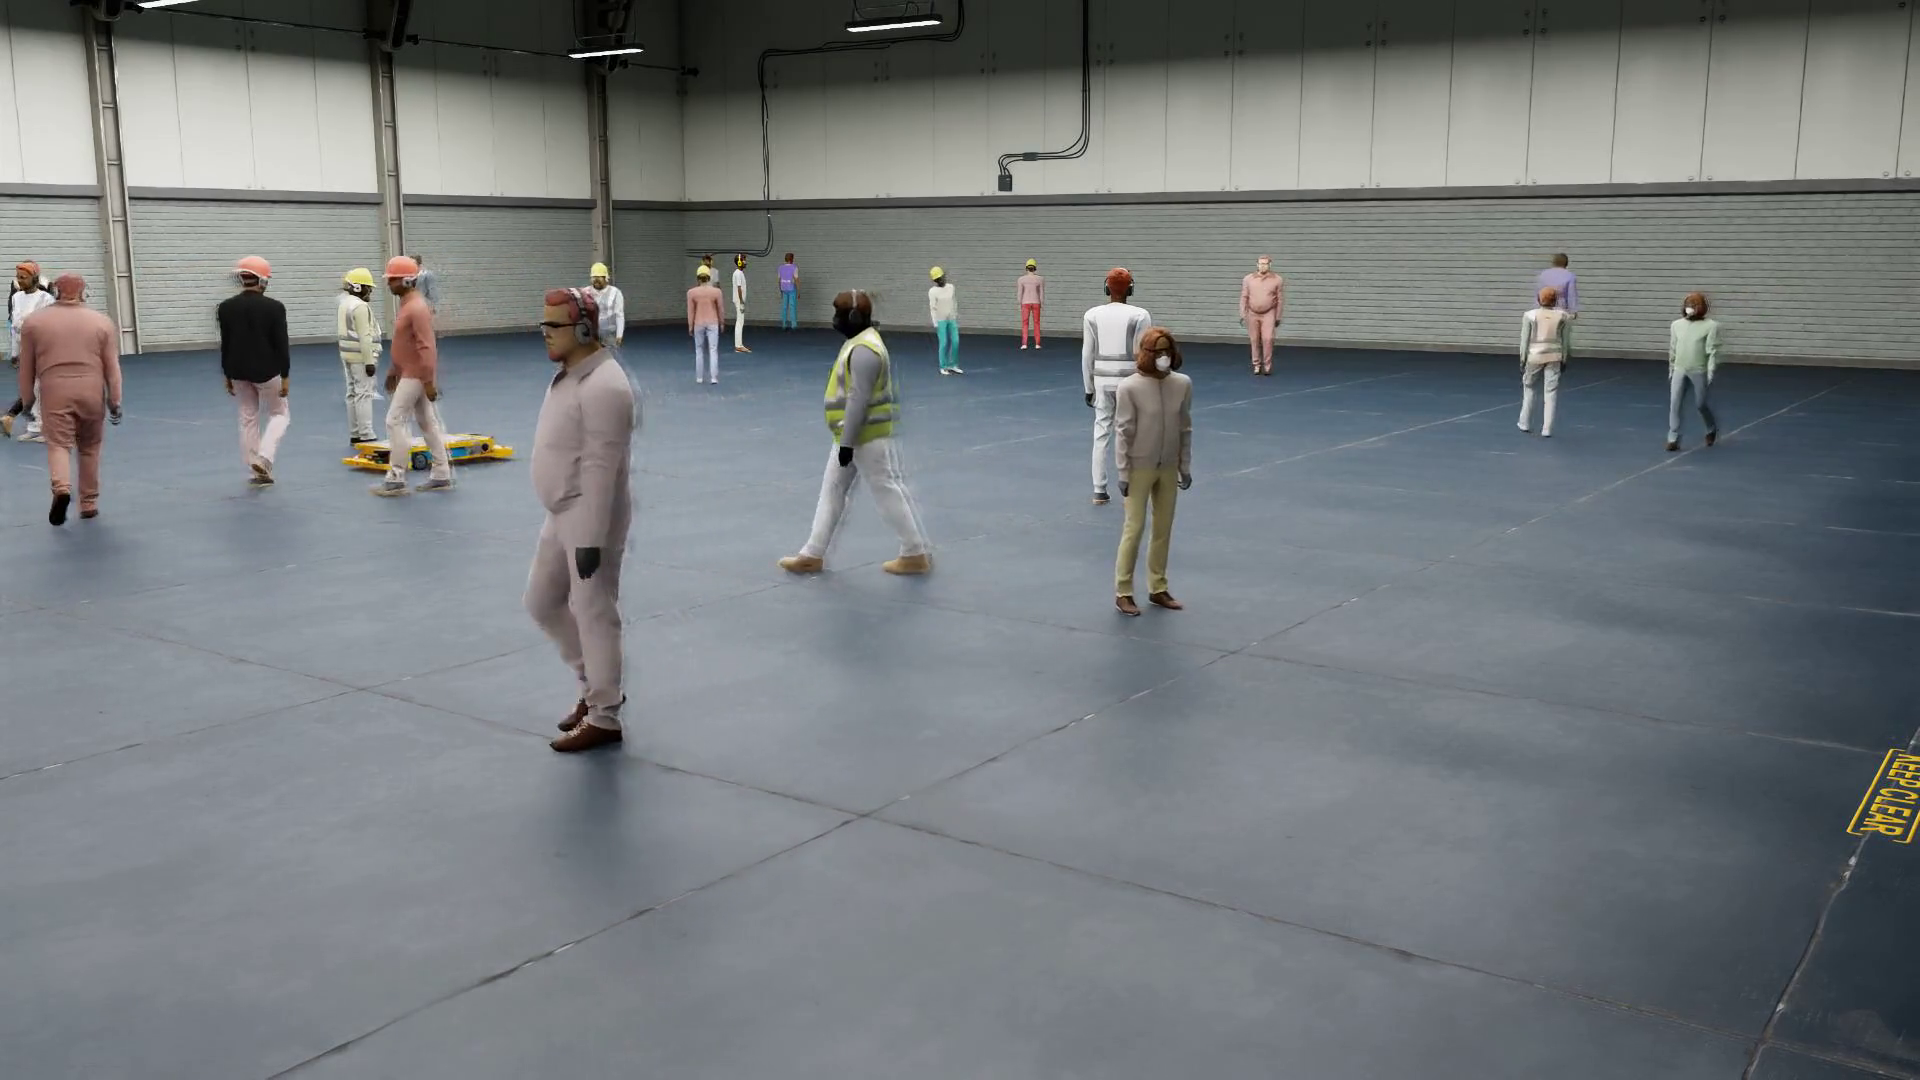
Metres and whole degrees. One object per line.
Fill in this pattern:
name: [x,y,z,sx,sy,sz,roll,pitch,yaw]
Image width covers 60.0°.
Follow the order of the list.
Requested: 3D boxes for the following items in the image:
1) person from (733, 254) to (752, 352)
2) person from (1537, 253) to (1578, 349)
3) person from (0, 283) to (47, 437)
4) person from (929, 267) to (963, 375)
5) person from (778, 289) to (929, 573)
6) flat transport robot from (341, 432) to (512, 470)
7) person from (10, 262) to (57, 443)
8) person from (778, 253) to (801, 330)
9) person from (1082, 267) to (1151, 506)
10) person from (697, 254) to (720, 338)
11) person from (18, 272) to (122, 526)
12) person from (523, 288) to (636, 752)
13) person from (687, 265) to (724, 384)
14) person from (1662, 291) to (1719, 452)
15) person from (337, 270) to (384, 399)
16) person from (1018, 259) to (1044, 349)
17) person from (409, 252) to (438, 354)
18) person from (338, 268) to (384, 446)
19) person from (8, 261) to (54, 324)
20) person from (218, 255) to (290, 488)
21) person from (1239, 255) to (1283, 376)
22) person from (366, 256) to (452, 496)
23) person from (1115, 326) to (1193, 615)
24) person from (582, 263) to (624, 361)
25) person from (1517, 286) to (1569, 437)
person: [-4.188,-4.535,31.872,0.328,1.872,0.513,-2,10,-12]
person: [10.310,-3.957,28.544,0.992,1.893,0.657,-9,13,-41]
person: [-9.970,-1.911,17.760,0.548,1.665,0.758,7,12,36]
person: [-0.246,-3.453,26.259,0.605,1.705,0.381,-7,12,-34]
person: [-0.634,-0.662,10.402,0.953,1.795,0.643,-2,10,-8]
flat transport robot: [-5.011,-0.845,15.677,0.652,0.197,1.431,8,13,36]
person: [-9.677,-1.957,17.407,0.585,1.879,0.362,4,11,23]
person: [-4.104,-5.965,39.943,0.565,1.846,0.390,5,11,26]
person: [1.257,-1.208,13.192,0.584,1.884,0.349,5,11,25]
person: [-5.547,-5.387,36.746,0.518,1.843,0.494,1,10,4]
person: [-6.573,-1.039,12.328,0.688,1.865,0.831,-5,11,-28]
person: [-1.551,-0.072,6.790,0.427,1.893,0.676,-5,11,-28]
person: [-3.770,-3.192,24.672,0.527,1.772,0.345,-1,10,-4]
person: [7.396,-1.698,16.738,0.776,1.606,0.504,-9,13,-41]
person: [-7.893,-2.674,21.846,0.499,1.725,0.606,2,10,11]
person: [1.388,-4.613,32.596,0.526,1.768,0.315,0,10,-2]
person: [-9.601,-4.138,29.497,0.632,1.924,0.499,3,11,18]
person: [-6.105,-1.850,16.965,0.404,1.822,0.591,-8,13,-36]
person: [-15.027,-3.615,26.943,0.633,1.786,0.979,-2,10,-12]
person: [-5.966,-1.411,14.099,0.611,1.977,0.513,1,10,3]
person: [4.698,-3.506,26.076,0.652,1.882,0.819,3,11,18]
person: [-4.647,-1.351,13.773,0.841,1.963,0.623,-4,11,-21]
person: [1.083,-0.387,9.345,0.505,1.623,0.318,-5,11,-27]
person: [-4.725,-2.711,21.805,0.627,1.807,0.705,1,10,5]
person: [6.313,-1.937,18.048,0.539,1.608,0.775,1,10,8]
